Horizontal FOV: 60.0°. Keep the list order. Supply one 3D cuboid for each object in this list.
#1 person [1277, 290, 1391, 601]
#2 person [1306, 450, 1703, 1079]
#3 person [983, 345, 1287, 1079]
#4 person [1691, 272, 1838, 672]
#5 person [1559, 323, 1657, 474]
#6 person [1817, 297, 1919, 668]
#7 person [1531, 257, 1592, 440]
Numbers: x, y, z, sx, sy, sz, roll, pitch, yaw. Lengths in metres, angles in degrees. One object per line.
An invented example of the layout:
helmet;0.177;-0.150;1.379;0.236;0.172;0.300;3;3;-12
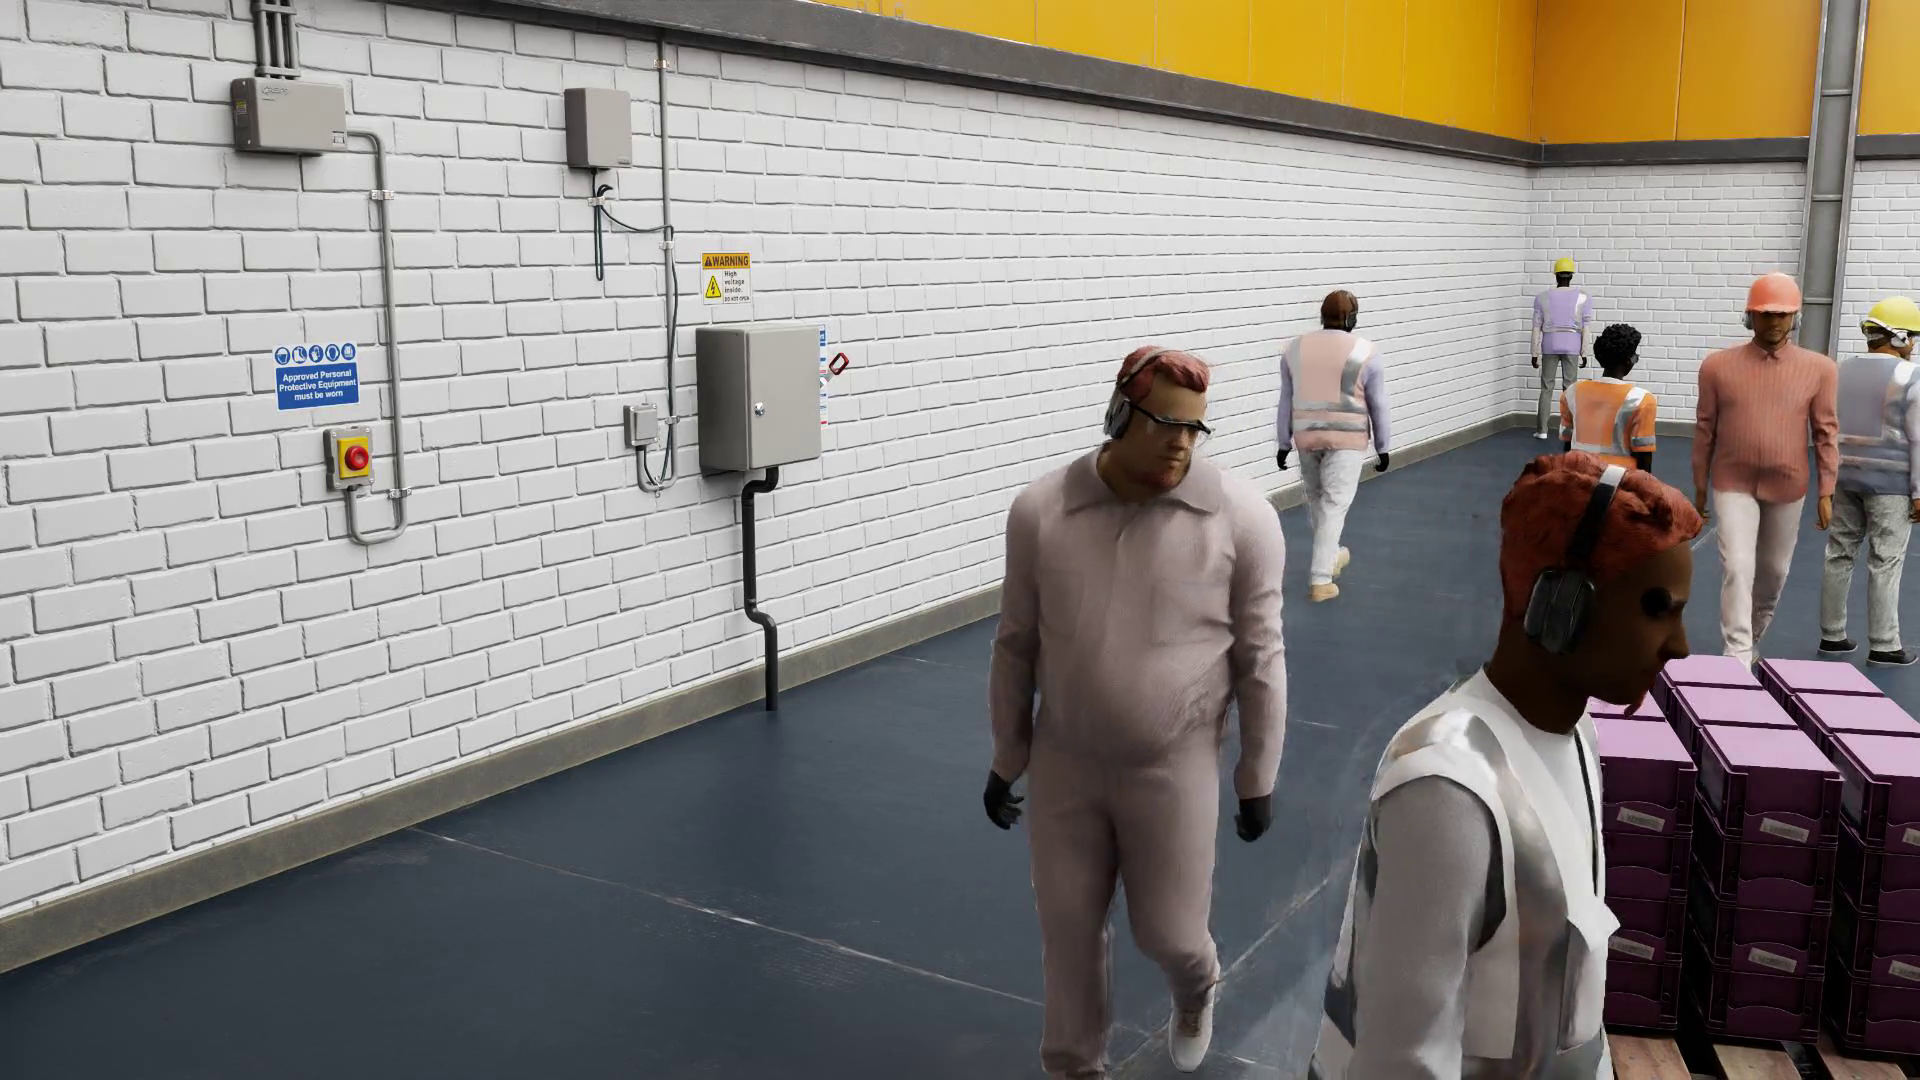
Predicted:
person;2.277;-0.580;9.948;0.653;1.799;0.926;8;13;37
person;0.644;0.818;2.062;0.484;1.860;0.612;5;11;26
person;0.409;0.484;3.828;0.671;1.879;0.634;4;11;21
person;3.790;-0.283;7.866;0.618;1.964;0.955;4;11;20
person;3.249;-0.244;8.399;0.322;1.689;0.530;-8;13;-37
person;4.542;-0.284;8.242;0.403;1.824;0.586;-5;11;-26
person;6.322;-2.007;17.534;0.588;1.918;0.397;4;11;20
